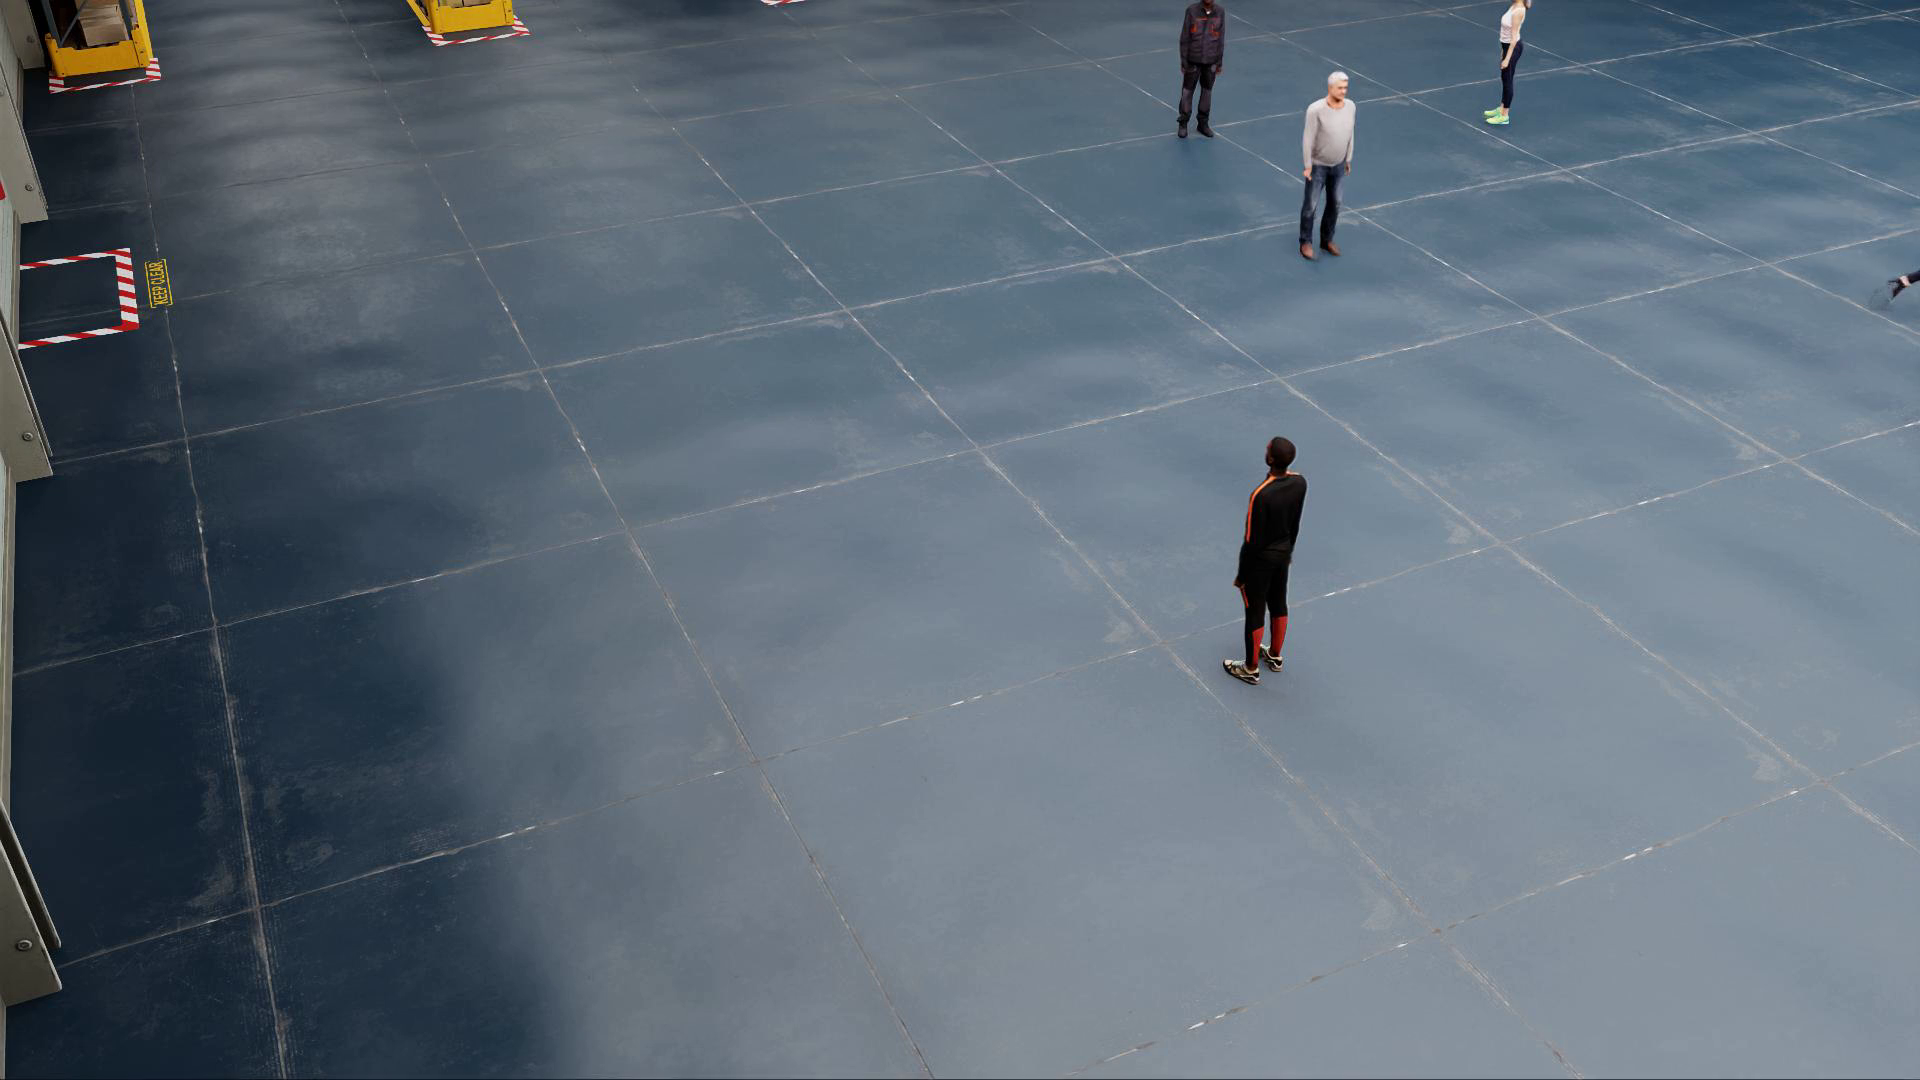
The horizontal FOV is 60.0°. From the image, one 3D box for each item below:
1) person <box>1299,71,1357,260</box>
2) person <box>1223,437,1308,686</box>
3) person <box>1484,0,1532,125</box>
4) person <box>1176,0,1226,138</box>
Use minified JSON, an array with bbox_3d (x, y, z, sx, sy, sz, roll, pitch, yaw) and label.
[{"bbox_3d":[3.691,-3.826,16.871,0.771,1.906,0.667,-11,35,-16],"label":"person"},{"bbox_3d":[2.015,0.124,10.887,0.670,1.808,0.586,-21,38,-29],"label":"person"},{"bbox_3d":[6.747,-5.970,20.354,0.739,1.702,0.651,6,34,10],"label":"person"},{"bbox_3d":[2.895,-5.791,19.966,0.772,1.826,0.726,-2,33,-4],"label":"person"}]
